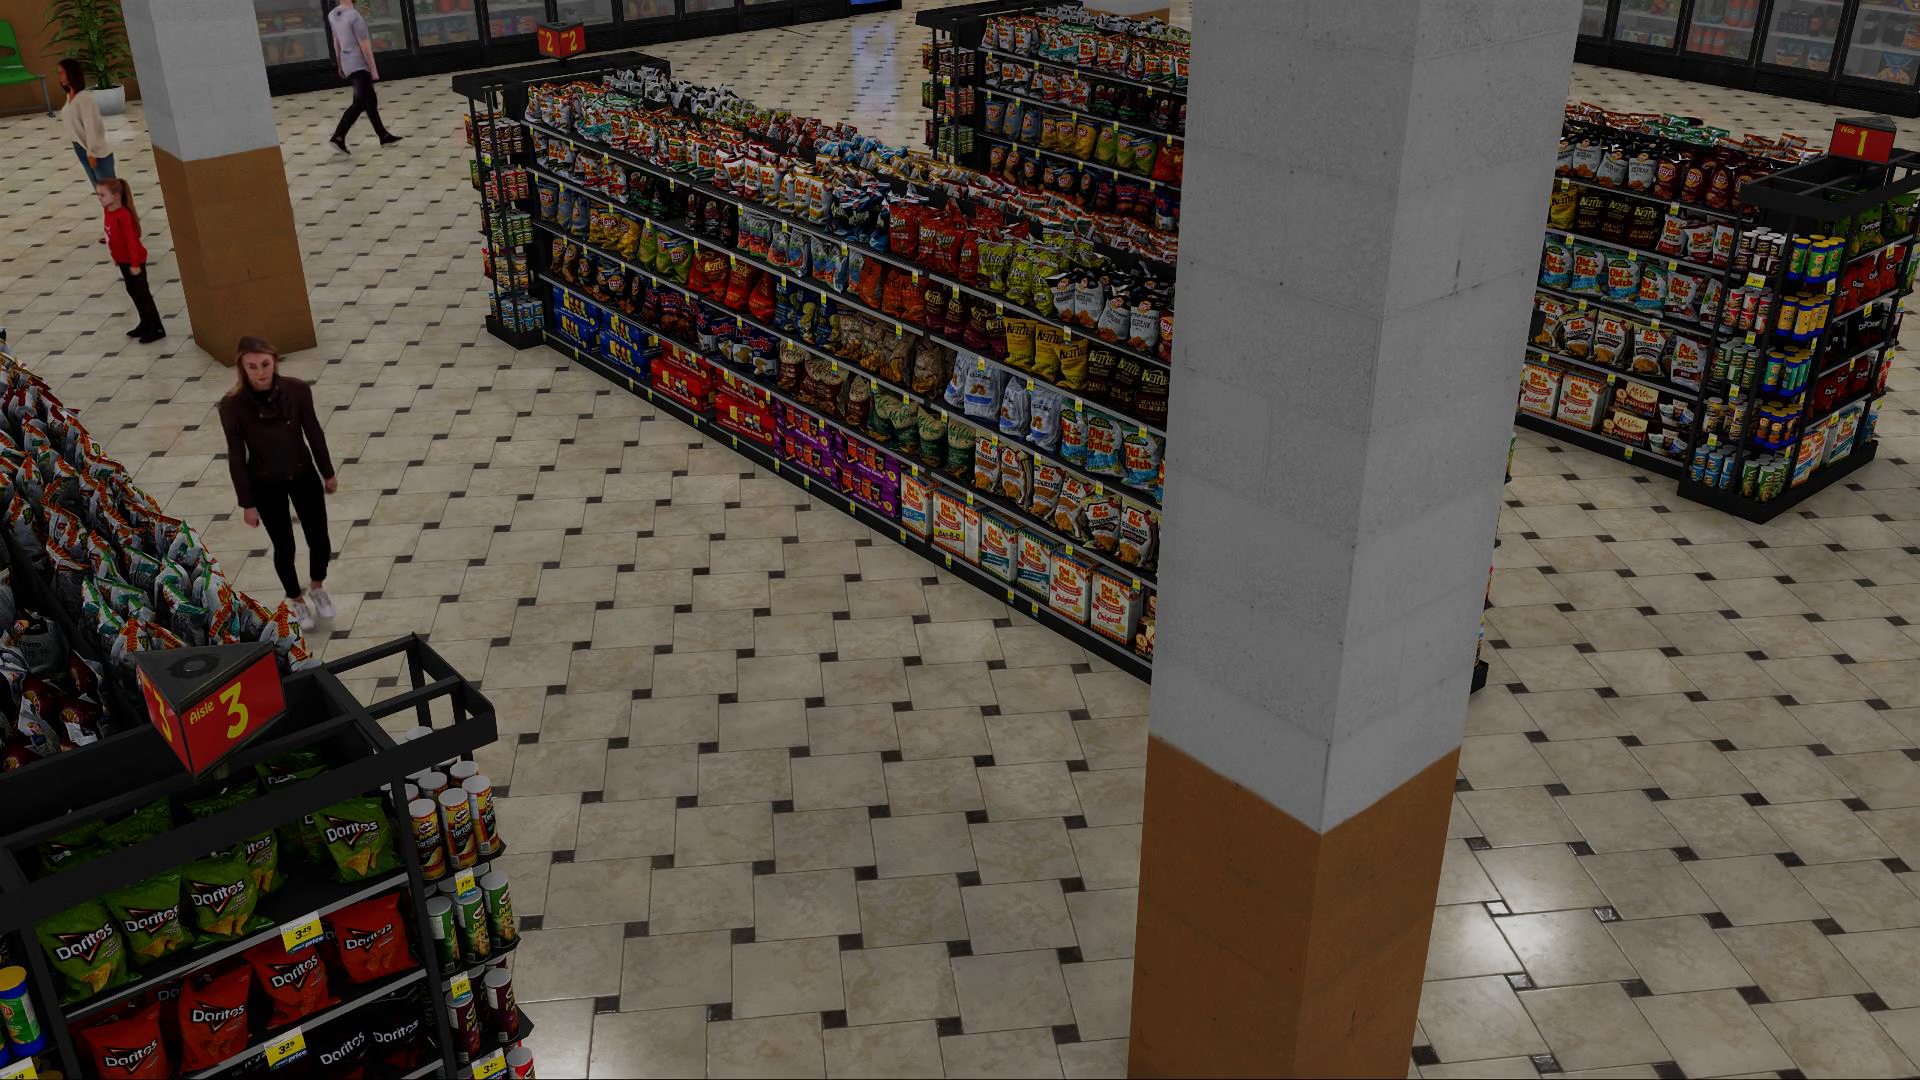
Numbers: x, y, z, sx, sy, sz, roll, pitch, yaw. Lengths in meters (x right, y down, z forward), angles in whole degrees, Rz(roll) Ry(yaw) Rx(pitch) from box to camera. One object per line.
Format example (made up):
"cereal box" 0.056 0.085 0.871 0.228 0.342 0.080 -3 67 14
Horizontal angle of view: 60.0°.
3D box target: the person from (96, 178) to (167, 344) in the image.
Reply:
"person" -6.384 -2.161 12.790 0.458 1.278 0.575 21 34 35

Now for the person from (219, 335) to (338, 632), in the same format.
"person" -3.550 -0.314 8.702 0.697 1.681 0.627 -15 31 -27

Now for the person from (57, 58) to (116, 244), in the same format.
"person" -7.770 -3.478 14.946 0.676 1.676 0.491 -23 35 -38

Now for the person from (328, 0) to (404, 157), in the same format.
"person" -6.548 -5.039 17.886 1.213 1.801 0.911 20 33 34
